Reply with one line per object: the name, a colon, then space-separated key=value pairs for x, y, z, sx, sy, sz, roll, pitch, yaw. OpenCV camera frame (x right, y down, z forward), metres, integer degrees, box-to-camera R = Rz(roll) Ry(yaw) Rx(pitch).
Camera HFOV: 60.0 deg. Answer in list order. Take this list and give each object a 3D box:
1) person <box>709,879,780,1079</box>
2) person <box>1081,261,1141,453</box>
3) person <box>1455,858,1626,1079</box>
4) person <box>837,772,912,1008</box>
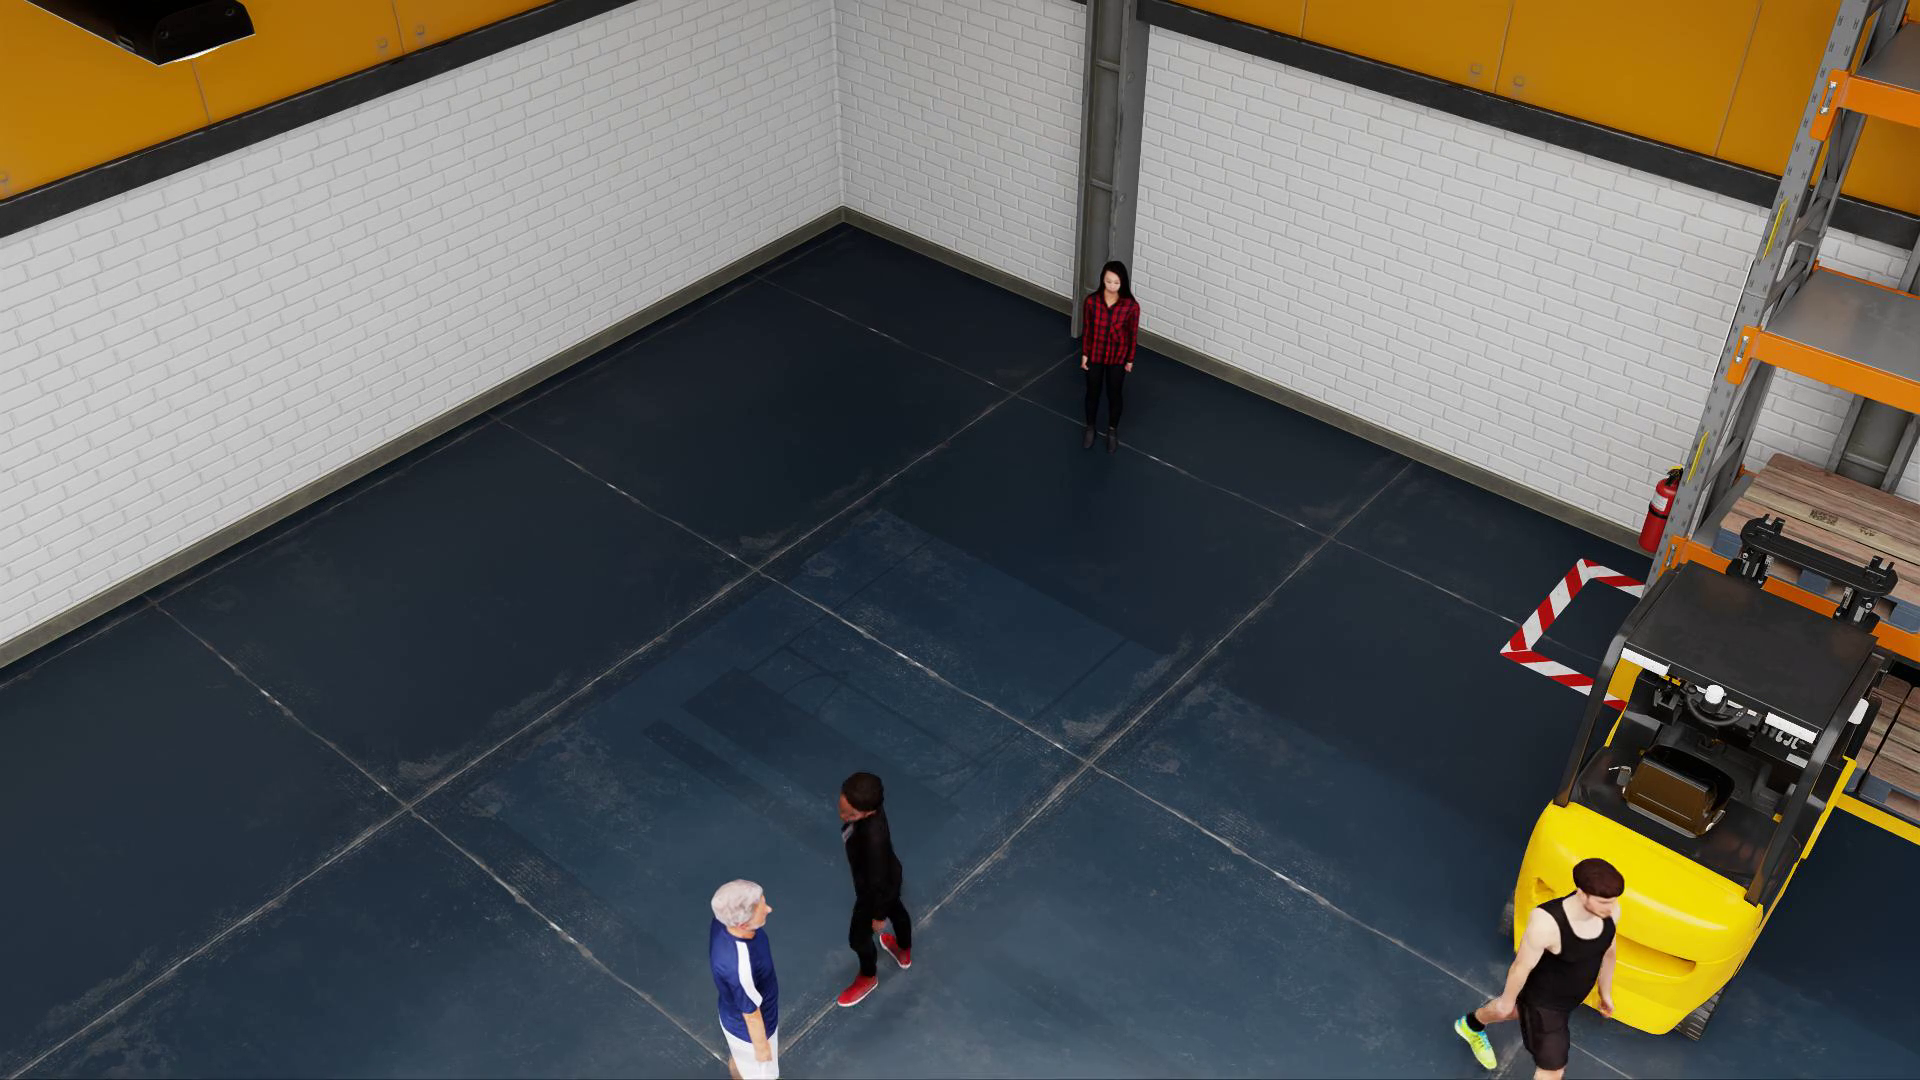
person: x=-1.019 y=2.267 z=8.013 sx=0.774 sy=1.836 sz=0.663 roll=-11 pitch=40 yaw=-13
person: x=1.129 y=-1.430 z=12.789 sx=0.597 sy=1.652 sz=0.715 roll=8 pitch=39 yaw=9
person: x=2.848 y=2.142 z=8.159 sx=0.934 sy=1.848 sz=1.276 roll=-20 pitch=43 yaw=-23
person: x=-0.404 y=1.792 z=8.759 sx=0.906 sy=1.647 sz=0.836 roll=0 pitch=39 yaw=0
